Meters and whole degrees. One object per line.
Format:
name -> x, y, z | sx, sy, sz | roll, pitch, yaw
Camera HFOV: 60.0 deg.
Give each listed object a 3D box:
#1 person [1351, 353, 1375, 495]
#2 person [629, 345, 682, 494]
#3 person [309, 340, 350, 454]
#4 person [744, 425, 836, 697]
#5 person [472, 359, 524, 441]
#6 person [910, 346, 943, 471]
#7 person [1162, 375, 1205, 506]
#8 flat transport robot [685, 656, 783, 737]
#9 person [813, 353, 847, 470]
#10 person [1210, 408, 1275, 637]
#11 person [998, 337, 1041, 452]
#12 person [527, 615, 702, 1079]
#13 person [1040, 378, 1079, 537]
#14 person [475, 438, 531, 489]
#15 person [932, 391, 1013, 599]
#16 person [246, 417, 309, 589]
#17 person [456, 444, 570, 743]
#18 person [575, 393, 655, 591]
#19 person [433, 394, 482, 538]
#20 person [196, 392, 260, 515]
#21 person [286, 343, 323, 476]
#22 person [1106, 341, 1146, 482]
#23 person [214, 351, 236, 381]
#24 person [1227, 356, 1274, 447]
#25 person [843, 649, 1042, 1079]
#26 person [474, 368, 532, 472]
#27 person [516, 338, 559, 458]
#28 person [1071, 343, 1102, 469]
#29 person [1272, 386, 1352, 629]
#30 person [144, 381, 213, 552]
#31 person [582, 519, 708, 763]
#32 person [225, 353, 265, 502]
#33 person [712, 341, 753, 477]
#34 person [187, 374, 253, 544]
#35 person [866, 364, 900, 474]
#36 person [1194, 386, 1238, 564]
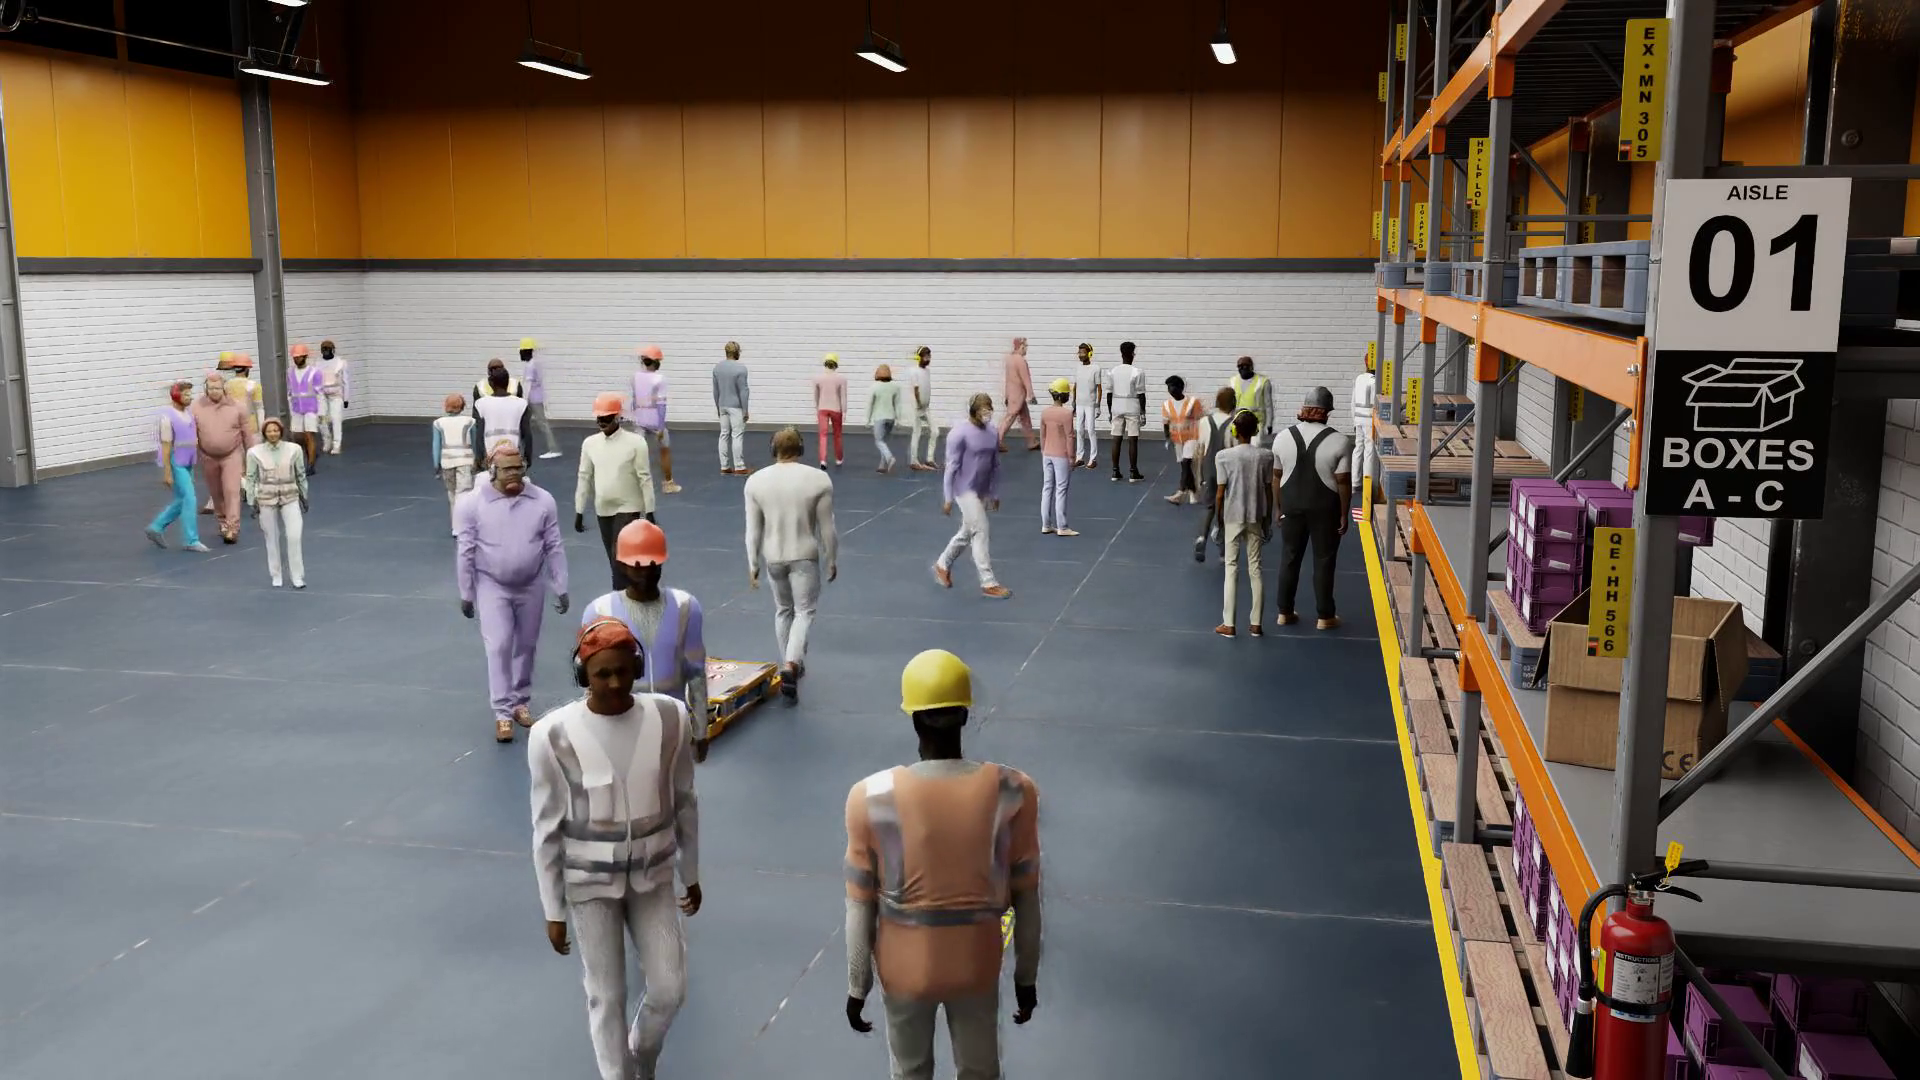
person -> 5.371, -1.528, 21.889 | 0.337, 1.882, 0.583 | -4, 10, -21
person -> -4.063, -1.541, 21.655 | 0.612, 2.001, 1.037 | 4, 10, 25
person -> -10.077, -2.279, 26.579 | 0.655, 1.826, 0.446 | -1, 9, -4
person -> -1.208, 0.140, 11.782 | 0.636, 1.915, 0.896 | 1, 10, 8
person -> -5.940, -1.413, 21.424 | 0.652, 1.805, 0.882 | -2, 10, -12
person -> -0.500, -1.914, 24.372 | 0.631, 1.837, 0.493 | 7, 11, 35
person -> 2.798, -1.238, 20.860 | 0.569, 1.639, 0.743 | 8, 12, 40
flat transport robot -> -1.730, 1.040, 11.266 | 0.652, 0.197, 1.431 | 2, 10, 13
person -> -1.932, -1.916, 24.713 | 0.520, 1.724, 0.867 | 0, 9, 2
person -> 2.297, -0.138, 13.546 | 0.515, 1.876, 0.328 | -1, 10, -8
person -> 0.926, -2.344, 26.915 | 1.005, 1.859, 0.654 | -2, 10, -12
person -> -1.143, 1.176, 5.633 | 0.589, 1.871, 0.413 | -5, 10, -26
person -> 1.106, -0.925, 18.608 | 0.322, 1.769, 0.523 | -7, 12, -37
person -> -3.702, -0.023, 13.609 | 0.508, 1.620, 0.352 | 3, 10, 15
person -> 0.088, -0.435, 15.307 | 0.983, 1.895, 0.642 | 8, 12, 39
person -> -6.336, -0.327, 15.470 | 0.552, 1.607, 0.754 | -5, 11, -27
person -> -2.844, 0.331, 10.684 | 0.670, 1.877, 0.795 | -5, 11, -28
person -> -2.933, -0.233, 13.825 | 0.666, 1.962, 0.817 | 4, 10, 21
person -> -5.604, -0.831, 18.549 | 0.498, 1.599, 0.831 | 0, 9, 2
person -> -8.811, -1.075, 20.069 | 0.869, 1.587, 0.508 | -1, 10, -8
person -> -9.393, -1.881, 23.918 | 0.543, 1.923, 0.531 | 1, 9, 6
person -> 2.332, -1.794, 23.246 | 0.607, 1.966, 0.367 | 6, 11, 30
person -> -10.963, -1.961, 24.955 | 0.480, 1.734, 0.330 | -5, 11, -29
person -> 3.862, -1.559, 22.347 | 0.647, 1.802, 0.789 | 7, 12, 37
person -> -0.041, 1.281, 4.953 | 0.593, 1.901, 0.670 | -2, 10, -10
person -> -5.103, -0.983, 18.633 | 0.599, 1.871, 0.962 | -2, 10, -13
person -> -6.756, -2.199, 25.965 | 0.998, 1.874, 0.610 | -2, 10, -11
person -> 1.868, -1.992, 24.733 | 0.532, 1.868, 0.310 | 8, 12, 40
person -> 2.964, -0.283, 13.918 | 0.683, 2.000, 0.535 | 5, 11, 29
person -> -8.296, -0.773, 17.565 | 0.734, 1.826, 0.571 | 0, 9, 0
person -> -1.454, 0.826, 7.647 | 0.554, 1.911, 0.823 | -4, 10, -22
person -> -9.106, -1.416, 21.143 | 0.542, 1.917, 0.526 | 0, 9, 0
person -> -3.264, -1.875, 23.816 | 0.629, 1.940, 0.376 | 7, 12, 36
person -> -8.125, -0.903, 18.284 | 0.654, 1.849, 1.001 | -2, 10, -14
person -> -1.062, -1.722, 23.888 | 0.510, 1.603, 0.663 | -5, 11, -30
person -> 2.599, -0.635, 16.699 | 0.524, 1.821, 0.638 | 5, 11, 27
